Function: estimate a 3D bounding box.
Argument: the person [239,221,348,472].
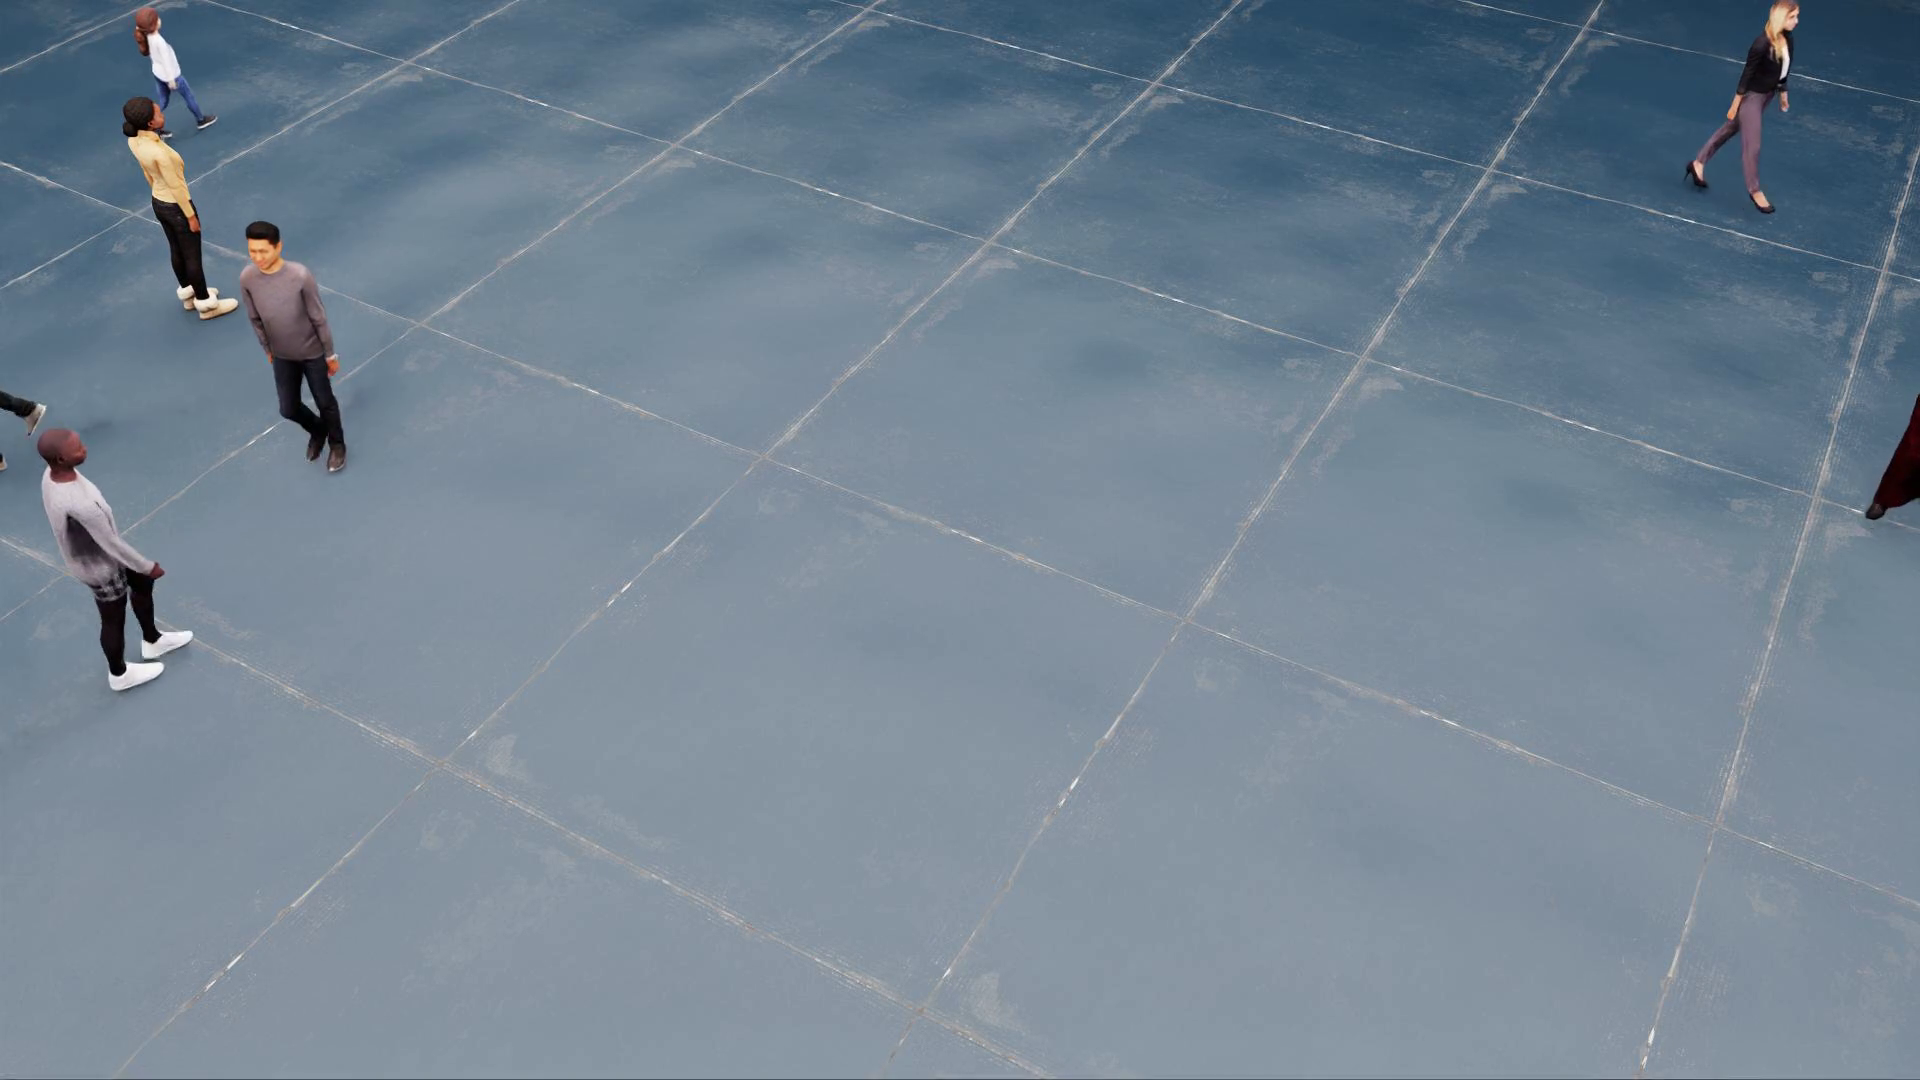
[{"bbox_3d":[-4.045,-1.223,10.265,0.766,1.759,0.790,5,42,5],"label":"person"}]

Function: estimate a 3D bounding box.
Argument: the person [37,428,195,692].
[{"bbox_3d":[-4.623,0.160,8.746,0.855,1.754,0.787,-27,49,-26],"label":"person"}]

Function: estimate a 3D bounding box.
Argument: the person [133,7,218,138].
[{"bbox_3d":[-6.545,-3.797,13.598,0.515,1.088,0.809,26,48,26],"label":"person"}]

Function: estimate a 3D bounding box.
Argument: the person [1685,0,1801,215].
[{"bbox_3d":[5.971,-3.355,12.709,1.048,1.630,0.896,-30,50,-29],"label":"person"}]

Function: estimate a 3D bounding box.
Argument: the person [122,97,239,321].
[{"bbox_3d":[-5.458,-2.300,11.525,0.608,1.659,0.574,28,49,28],"label":"person"}]
